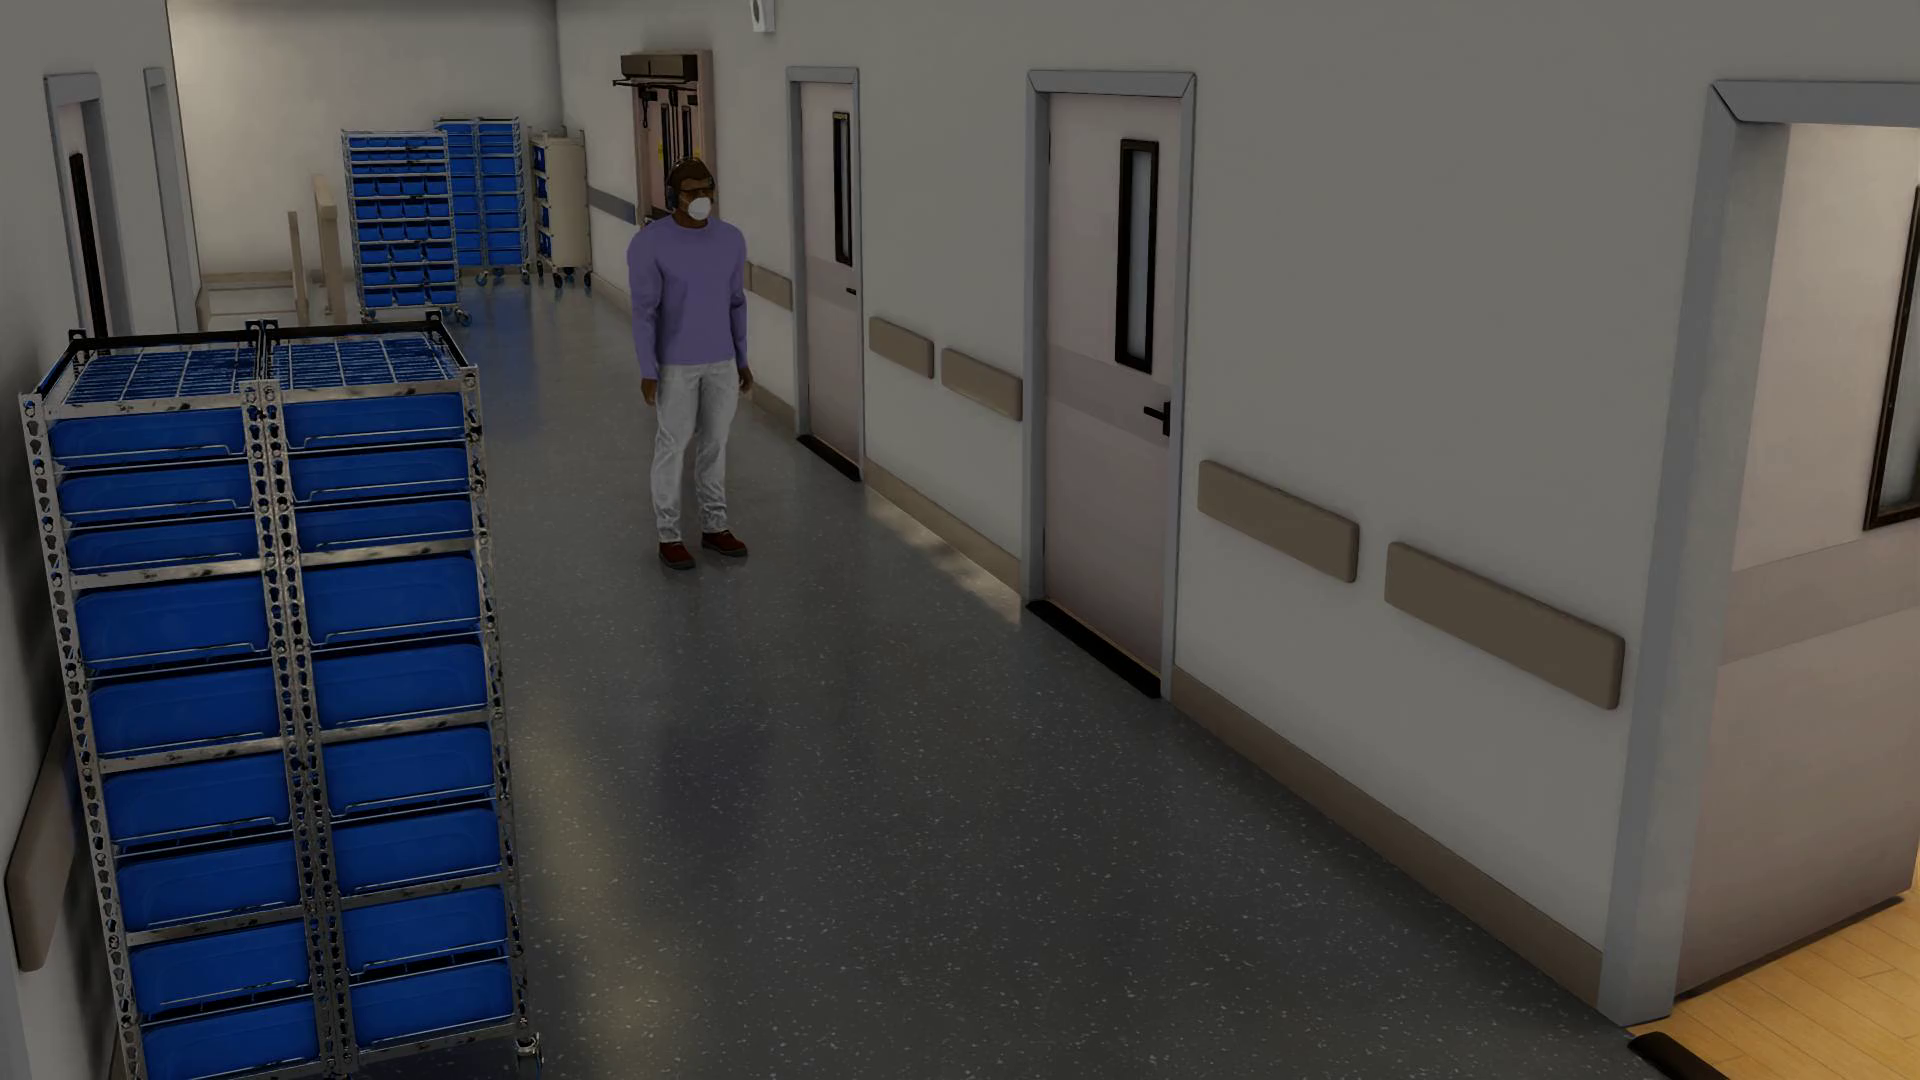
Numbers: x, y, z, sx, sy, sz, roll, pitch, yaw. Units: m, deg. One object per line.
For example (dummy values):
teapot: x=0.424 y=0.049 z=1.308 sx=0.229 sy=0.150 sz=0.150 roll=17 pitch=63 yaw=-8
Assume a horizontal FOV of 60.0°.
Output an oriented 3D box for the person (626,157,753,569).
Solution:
person: x=-1.266 y=-0.840 z=7.946 sx=0.632 sy=1.938 sz=0.359 roll=-14 pitch=21 yaw=-39
